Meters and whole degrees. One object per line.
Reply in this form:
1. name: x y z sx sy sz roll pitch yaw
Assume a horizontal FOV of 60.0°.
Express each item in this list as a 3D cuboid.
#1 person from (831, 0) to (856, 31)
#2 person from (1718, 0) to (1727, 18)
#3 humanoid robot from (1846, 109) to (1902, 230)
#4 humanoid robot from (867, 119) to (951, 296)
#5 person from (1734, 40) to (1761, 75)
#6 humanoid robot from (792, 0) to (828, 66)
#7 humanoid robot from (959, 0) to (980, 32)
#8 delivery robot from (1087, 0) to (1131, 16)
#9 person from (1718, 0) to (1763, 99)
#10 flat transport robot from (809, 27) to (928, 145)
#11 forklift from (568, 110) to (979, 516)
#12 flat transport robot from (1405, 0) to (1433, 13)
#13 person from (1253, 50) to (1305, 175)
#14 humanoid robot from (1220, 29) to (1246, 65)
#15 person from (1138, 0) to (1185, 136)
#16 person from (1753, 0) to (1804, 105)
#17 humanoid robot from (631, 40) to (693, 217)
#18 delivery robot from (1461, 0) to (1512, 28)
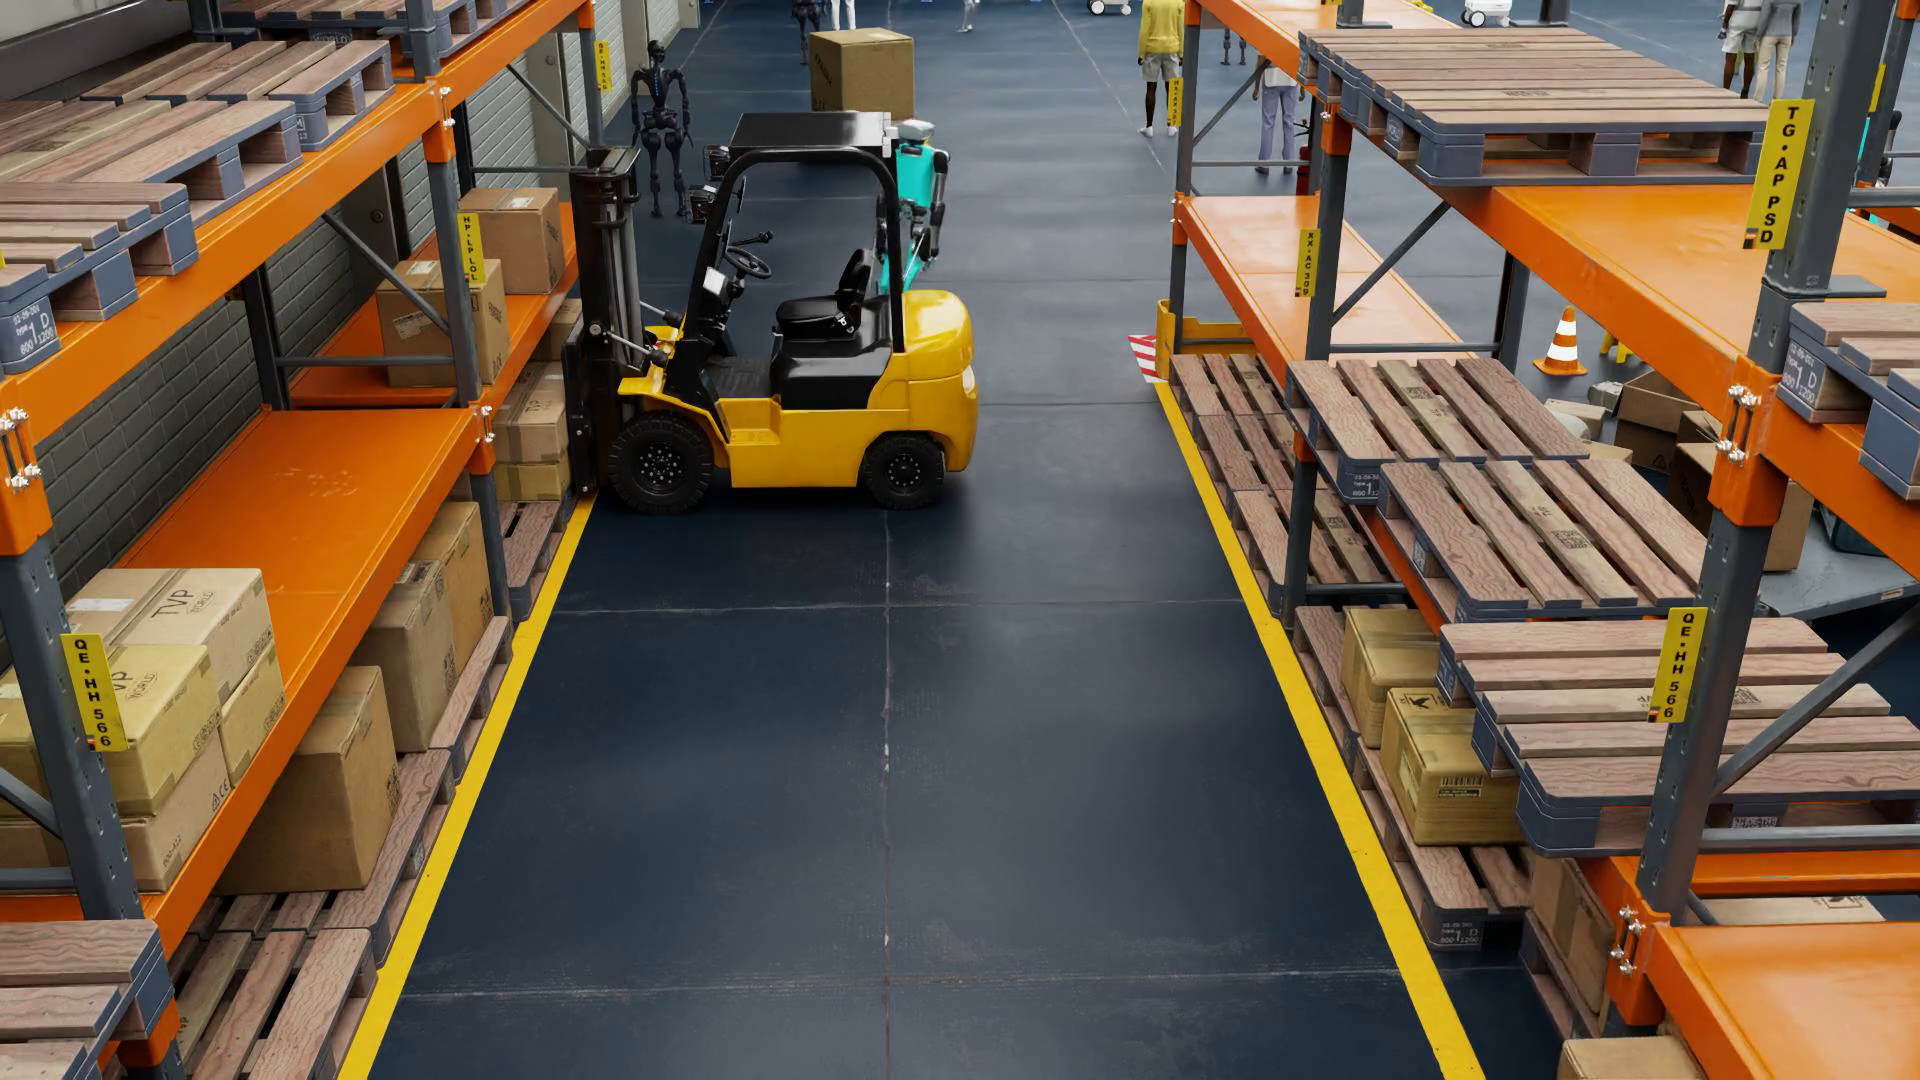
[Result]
1. person: -1.868 -8.852 26.159 0.576 1.881 0.347 0 25 0
2. person: 13.260 -9.771 28.258 0.565 1.748 0.336 0 25 0
3. humanoid robot: 7.147 -2.688 13.122 0.533 1.677 0.735 -1 25 -2
4. humanoid robot: -0.450 -2.060 11.996 0.547 1.804 0.829 11 27 22
5. person: 11.066 -7.388 23.251 0.447 1.717 0.370 0 25 0
6. humanoid robot: -2.195 -7.655 23.874 0.615 1.646 0.470 12 28 24
7. humanoid robot: 0.166 -9.132 26.954 0.577 1.796 0.816 -15 29 -29
8. delivery robot: 2.601 -9.429 28.902 0.739 0.566 0.499 -1 25 -2
9. person: 10.018 -6.574 21.242 0.608 1.961 0.366 0 25 0
10. flat transport robot: -1.077 -4.494 18.819 1.431 0.231 0.659 -1 25 -2
11. forklift: -1.043 -1.379 9.976 2.313 2.155 1.214 -1 25 -2
12. flat transport robot: 7.481 -9.351 29.107 1.431 0.231 0.659 -1 25 -2
13. person: 3.394 -4.805 17.636 0.564 1.841 0.382 0 25 0
14. humanoid robot: 3.971 -7.725 23.999 0.599 1.655 0.315 -1 25 -2
15. person: 2.356 -5.691 19.447 0.548 1.898 0.367 0 25 0
16. person: 10.311 -6.365 21.030 0.527 1.765 0.325 0 25 0
17. humanoid robot: -2.886 -3.971 16.050 0.599 1.655 0.315 -1 25 -2
18. delivery robot: 8.771 -8.827 27.628 0.739 0.566 0.499 -1 25 -2
